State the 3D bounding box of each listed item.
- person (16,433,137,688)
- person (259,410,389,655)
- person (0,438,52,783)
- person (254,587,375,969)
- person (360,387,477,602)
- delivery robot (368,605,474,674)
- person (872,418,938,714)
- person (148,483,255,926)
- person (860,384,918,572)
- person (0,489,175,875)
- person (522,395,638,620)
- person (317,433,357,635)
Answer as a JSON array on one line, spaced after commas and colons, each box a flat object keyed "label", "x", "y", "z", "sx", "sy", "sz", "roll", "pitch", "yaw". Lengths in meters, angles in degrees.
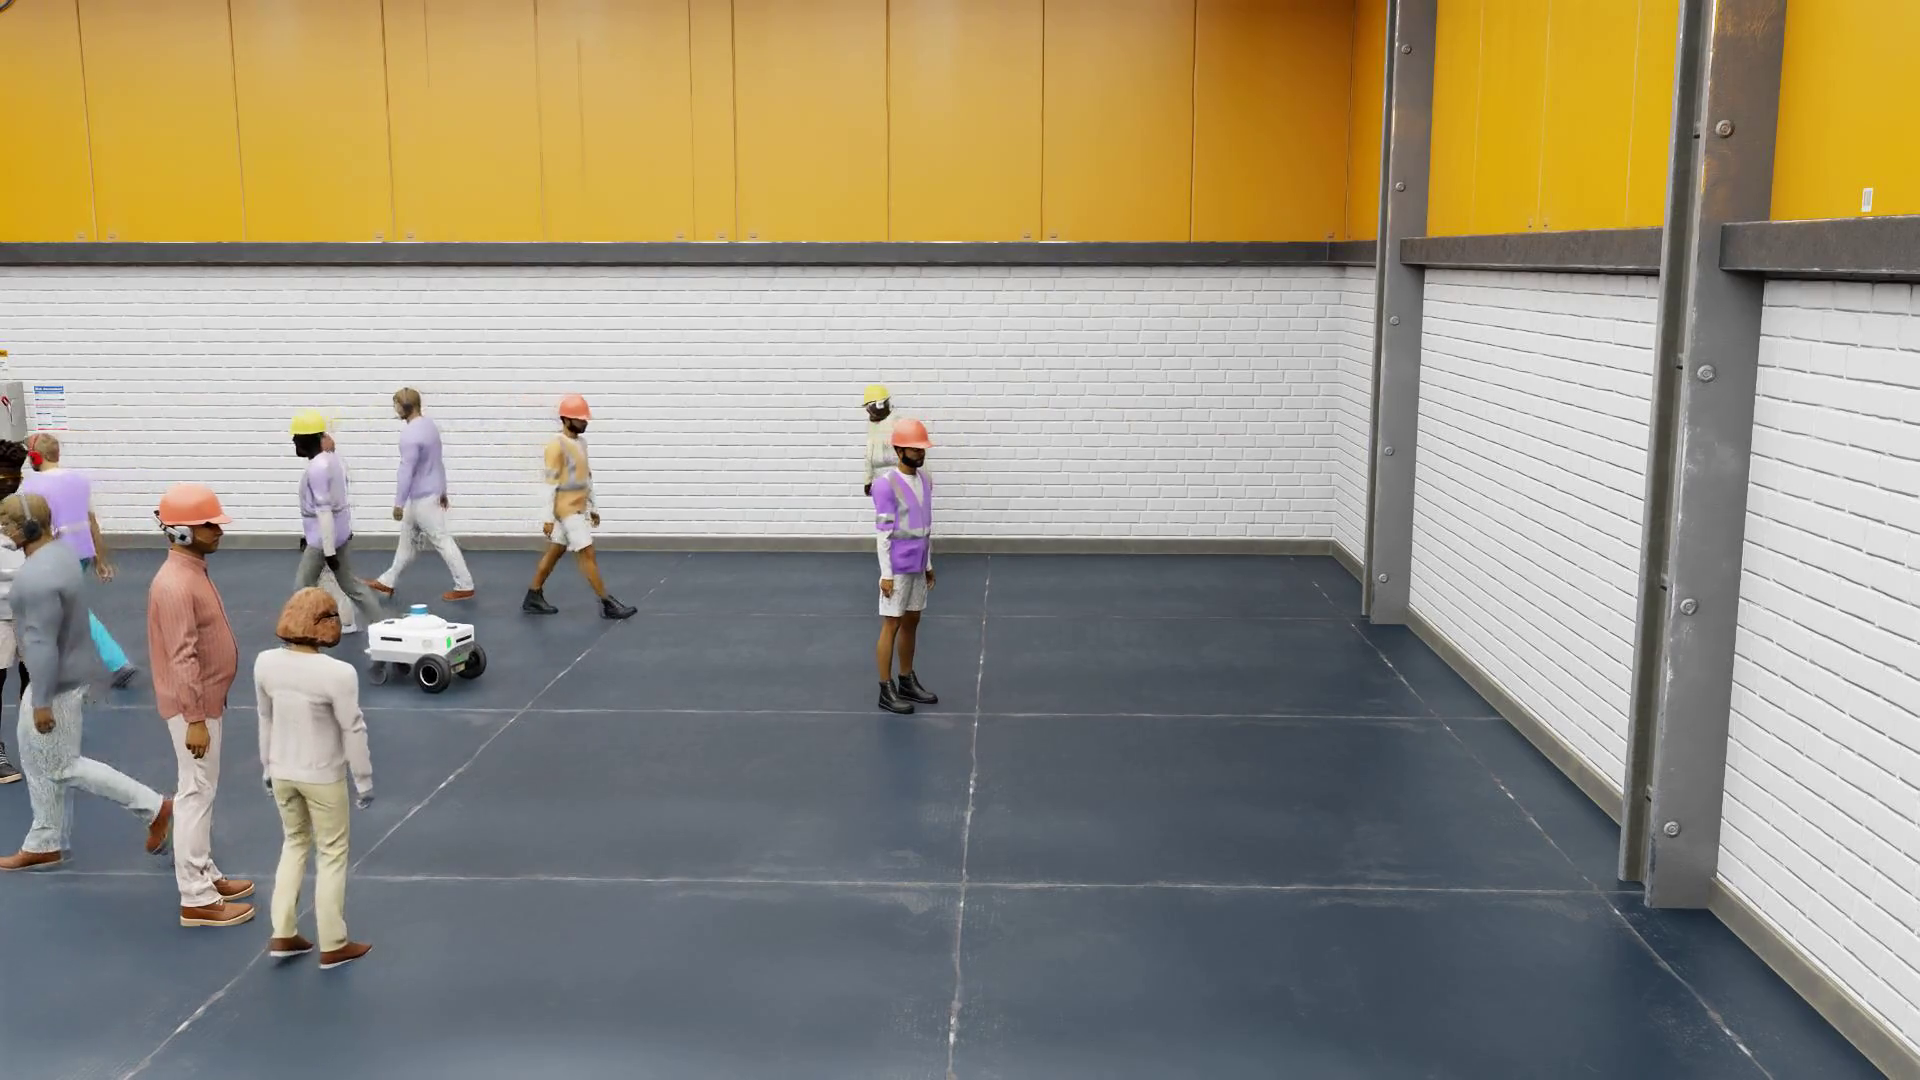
[{"label": "person", "x": -6.184, "y": 0.145, "z": 11.560, "sx": 1.003, "sy": 1.790, "sz": 0.553, "roll": 2, "pitch": 10, "yaw": 11}, {"label": "person", "x": -4.683, "y": -0.035, "z": 12.341, "sx": 0.999, "sy": 1.884, "sz": 0.606, "roll": -1, "pitch": 10, "yaw": -8}, {"label": "person", "x": -5.448, "y": 0.394, "z": 9.570, "sx": 0.377, "sy": 1.958, "sz": 0.600, "roll": 5, "pitch": 11, "yaw": 27}, {"label": "person", "x": -2.716, "y": 1.002, "z": 6.975, "sx": 0.532, "sy": 1.628, "sz": 0.311, "roll": 3, "pitch": 10, "yaw": 17}, {"label": "person", "x": -4.698, "y": -0.376, "z": 14.332, "sx": 1.047, "sy": 1.871, "sz": 0.639, "roll": 0, "pitch": 10, "yaw": -2}, {"label": "delivery robot", "x": -3.771, "y": 0.696, "z": 11.636, "sx": 0.707, "sy": 0.478, "sz": 0.477, "roll": 3, "pitch": 10, "yaw": 18}, {"label": "person", "x": -0.337, "y": 0.162, "z": 10.989, "sx": 0.377, "sy": 1.938, "sz": 0.547, "roll": 7, "pitch": 12, "yaw": 34}, {"label": "person", "x": -3.420, "y": 0.730, "z": 7.496, "sx": 0.390, "sy": 1.992, "sz": 0.624, "roll": -4, "pitch": 10, "yaw": -20}, {"label": "person", "x": -0.648, "y": -0.579, "z": 15.757, "sx": 0.610, "sy": 1.788, "sz": 0.611, "roll": -6, "pitch": 11, "yaw": -30}, {"label": "person", "x": -4.281, "y": 0.684, "z": 8.034, "sx": 0.802, "sy": 1.908, "sz": 0.637, "roll": -4, "pitch": 10, "yaw": -21}, {"label": "person", "x": -3.210, "y": -0.270, "z": 13.742, "sx": 1.052, "sy": 1.872, "sz": 0.577, "roll": 2, "pitch": 10, "yaw": 10}, {"label": "person", "x": -5.021, "y": -0.045, "z": 13.108, "sx": 0.528, "sy": 1.615, "sz": 0.553, "roll": 1, "pitch": 10, "yaw": 3}]
